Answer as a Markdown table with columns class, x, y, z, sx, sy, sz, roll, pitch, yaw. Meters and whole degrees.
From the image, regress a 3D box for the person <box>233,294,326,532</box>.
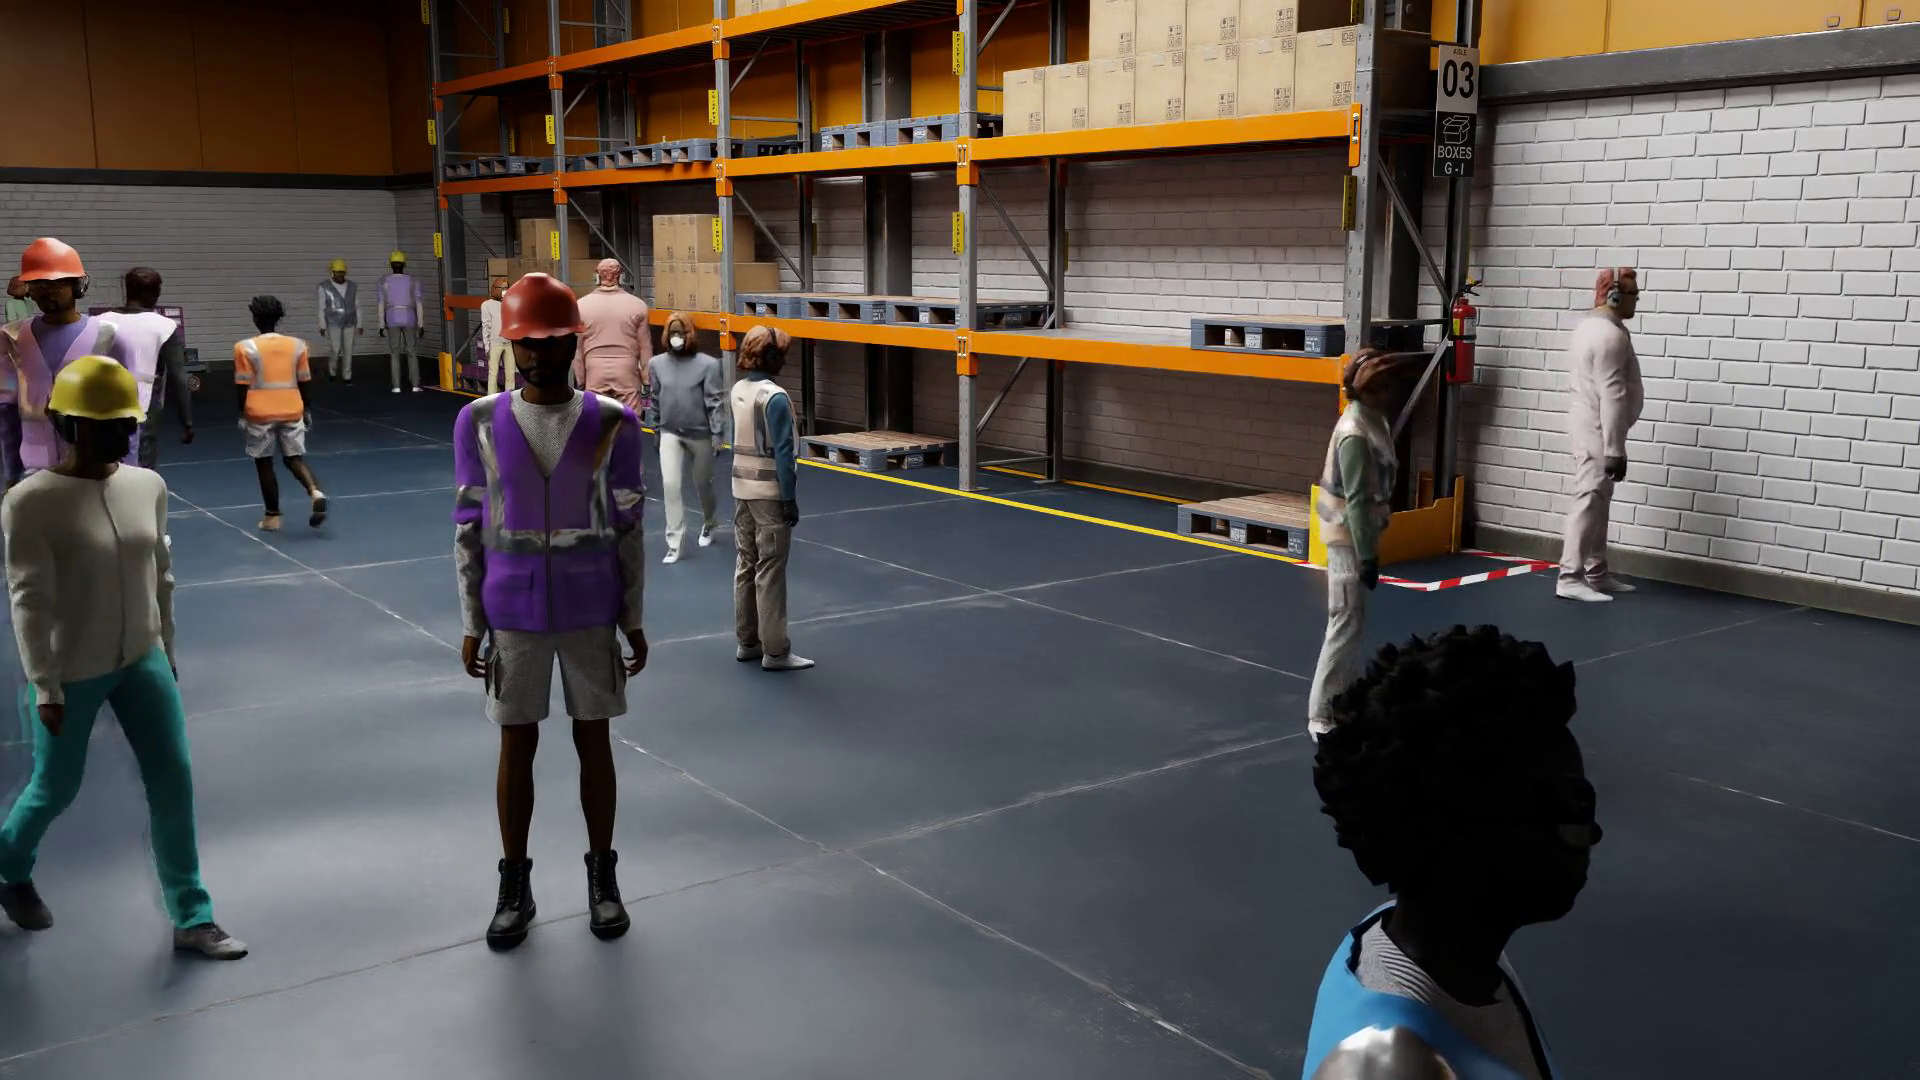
| class | x | y | z | sx | sy | sz | roll | pitch | yaw |
| --- | --- | --- | --- | --- | --- | --- | --- | --- | --- |
| person | -4.725 | -0.863 | 11.548 | 0.579 | 1.677 | 0.536 | 9 | 13 | 40 |

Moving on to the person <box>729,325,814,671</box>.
| class | x | y | z | sx | sy | sz | roll | pitch | yaw |
| --- | --- | --- | --- | --- | --- | --- | --- | --- | --- |
| person | -0.928 | -0.197 | 7.922 | 0.309 | 1.639 | 0.514 | -7 | 12 | -34 |

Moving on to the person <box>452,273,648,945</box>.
| class | x | y | z | sx | sy | sz | roll | pitch | yaw |
| --- | --- | --- | --- | --- | --- | --- | --- | --- | --- |
| person | -1.175 | 0.207 | 4.813 | 0.543 | 1.939 | 0.361 | -2 | 10 | -12 |

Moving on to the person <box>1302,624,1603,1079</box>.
| class | x | y | z | sx | sy | sz | roll | pitch | yaw |
| --- | --- | --- | --- | --- | --- | --- | --- | --- | --- |
| person | 0.426 | 0.911 | 1.545 | 0.318 | 1.700 | 0.535 | 3 | 10 | 15 |

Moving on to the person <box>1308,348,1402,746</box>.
| class | x | y | z | sx | sy | sz | roll | pitch | yaw |
| --- | --- | --- | --- | --- | --- | --- | --- | --- | --- |
| person | 1.626 | 0.014 | 6.818 | 0.325 | 1.612 | 0.624 | 3 | 11 | 16 |

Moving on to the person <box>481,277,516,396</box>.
| class | x | y | z | sx | sy | sz | roll | pitch | yaw |
| --- | --- | --- | --- | --- | --- | --- | --- | --- | --- |
| person | -5.397 | -2.278 | 19.616 | 0.496 | 1.629 | 0.277 | -9 | 14 | -42 |

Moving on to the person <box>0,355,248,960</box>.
| class | x | y | z | sx | sy | sz | roll | pitch | yaw |
| --- | --- | --- | --- | --- | --- | --- | --- | --- | --- |
| person | -2.485 | 0.333 | 4.715 | 0.853 | 1.725 | 0.547 | 5 | 11 | 26 |

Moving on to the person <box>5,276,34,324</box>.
| class | x | y | z | sx | sy | sz | roll | pitch | yaw |
| --- | --- | --- | --- | --- | --- | --- | --- | --- | --- |
| person | -11.144 | -2.320 | 19.819 | 0.280 | 1.636 | 0.503 | 0 | 10 | -1 |

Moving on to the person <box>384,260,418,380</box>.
| class | x | y | z | sx | sy | sz | roll | pitch | yaw |
| --- | --- | --- | --- | --- | --- | --- | --- | --- | --- |
| person | -8.295 | -3.296 | 24.634 | 0.533 | 1.868 | 0.310 | -1 | 10 | -7 |

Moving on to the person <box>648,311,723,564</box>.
| class | x | y | z | sx | sy | sz | roll | pitch | yaw |
| --- | --- | --- | --- | --- | --- | --- | --- | --- | --- |
| person | -1.760 | -0.690 | 10.812 | 0.503 | 1.600 | 0.818 | 1 | 10 | 7 |

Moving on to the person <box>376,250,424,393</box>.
| class | x | y | z | sx | sy | sz | roll | pitch | yaw |
| --- | --- | --- | --- | --- | --- | --- | --- | --- | --- |
| person | -7.559 | -2.943 | 22.498 | 0.593 | 1.922 | 0.387 | -3 | 11 | -18 |

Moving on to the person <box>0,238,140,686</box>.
| class | x | y | z | sx | sy | sz | roll | pitch | yaw |
| --- | --- | --- | --- | --- | --- | --- | --- | --- | --- |
| person | -4.065 | -0.343 | 7.606 | 0.608 | 2.044 | 0.371 | -2 | 10 | -9 |

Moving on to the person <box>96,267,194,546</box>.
| class | x | y | z | sx | sy | sz | roll | pitch | yaw |
| --- | --- | --- | --- | --- | --- | --- | --- | --- | --- |
| person | -5.208 | -0.782 | 10.552 | 0.613 | 1.868 | 0.899 | 0 | 10 | 2 |

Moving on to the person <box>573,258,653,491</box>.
| class | x | y | z | sx | sy | sz | roll | pitch | yaw |
| --- | --- | --- | --- | --- | --- | --- | --- | --- | --- |
| person | -2.801 | -1.316 | 13.462 | 0.645 | 1.901 | 0.398 | -1 | 10 | -5 |

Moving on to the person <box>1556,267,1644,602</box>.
| class | x | y | z | sx | sy | sz | roll | pitch | yaw |
| --- | --- | --- | --- | --- | --- | --- | --- | --- | --- |
| person | 3.668 | -0.599 | 9.473 | 0.402 | 1.907 | 0.668 | 2 | 10 | 9 |

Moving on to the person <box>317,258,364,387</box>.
| class | x | y | z | sx | sy | sz | roll | pitch | yaw |
| --- | --- | --- | --- | --- | --- | --- | --- | --- | --- |
| person | -8.739 | -3.064 | 23.501 | 0.597 | 1.816 | 0.420 | -9 | 14 | -41 |
